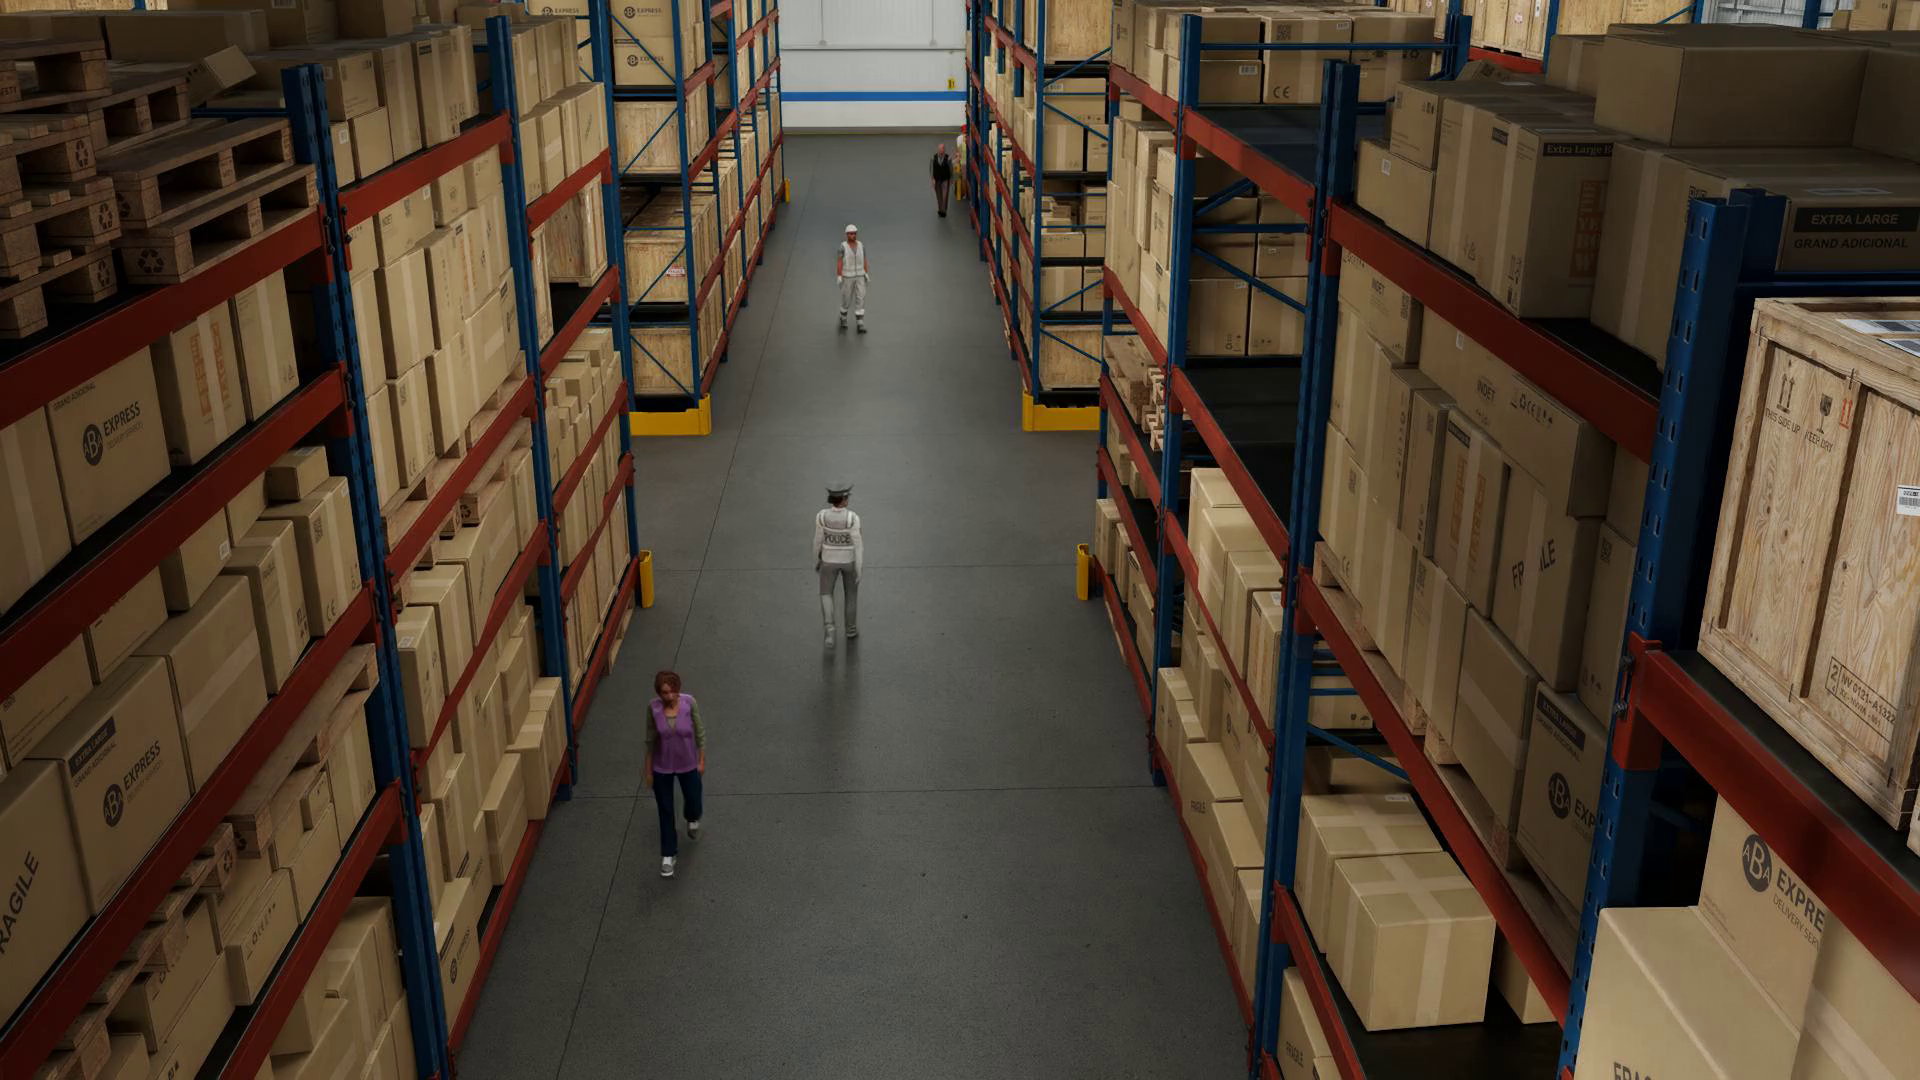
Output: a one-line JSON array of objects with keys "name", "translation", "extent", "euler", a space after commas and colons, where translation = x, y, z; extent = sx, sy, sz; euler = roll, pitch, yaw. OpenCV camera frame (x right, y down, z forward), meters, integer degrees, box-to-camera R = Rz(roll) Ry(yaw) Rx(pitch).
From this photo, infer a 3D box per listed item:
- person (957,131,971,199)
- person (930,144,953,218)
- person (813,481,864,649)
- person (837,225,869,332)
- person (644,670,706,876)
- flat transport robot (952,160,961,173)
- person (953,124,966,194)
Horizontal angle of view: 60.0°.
[{"name": "person", "translation": [0.193, -9.511, 42.129], "extent": [0.525, 1.667, 0.647], "euler": [0, 20, 0]}, {"name": "person", "translation": [-0.459, -8.539, 39.479], "extent": [0.542, 1.681, 0.961], "euler": [4, 21, 10]}, {"name": "person", "translation": [-1.168, 0.234, 16.027], "extent": [0.499, 1.669, 0.753], "euler": [0, 20, 1]}, {"name": "person", "translation": [-1.822, -4.496, 28.508], "extent": [0.565, 1.795, 0.695], "euler": [-8, 22, -21]}, {"name": "person", "translation": [-2.092, 1.653, 12.274], "extent": [0.456, 1.595, 0.549], "euler": [-3, 21, -7]}, {"name": "flat transport robot", "translation": [-0.228, -10.532, 46.945], "extent": [0.659, 0.255, 1.431], "euler": [-3, 21, -7]}, {"name": "person", "translation": [0.175, -9.727, 42.534], "extent": [0.848, 1.766, 0.567], "euler": [-13, 24, -30]}]
